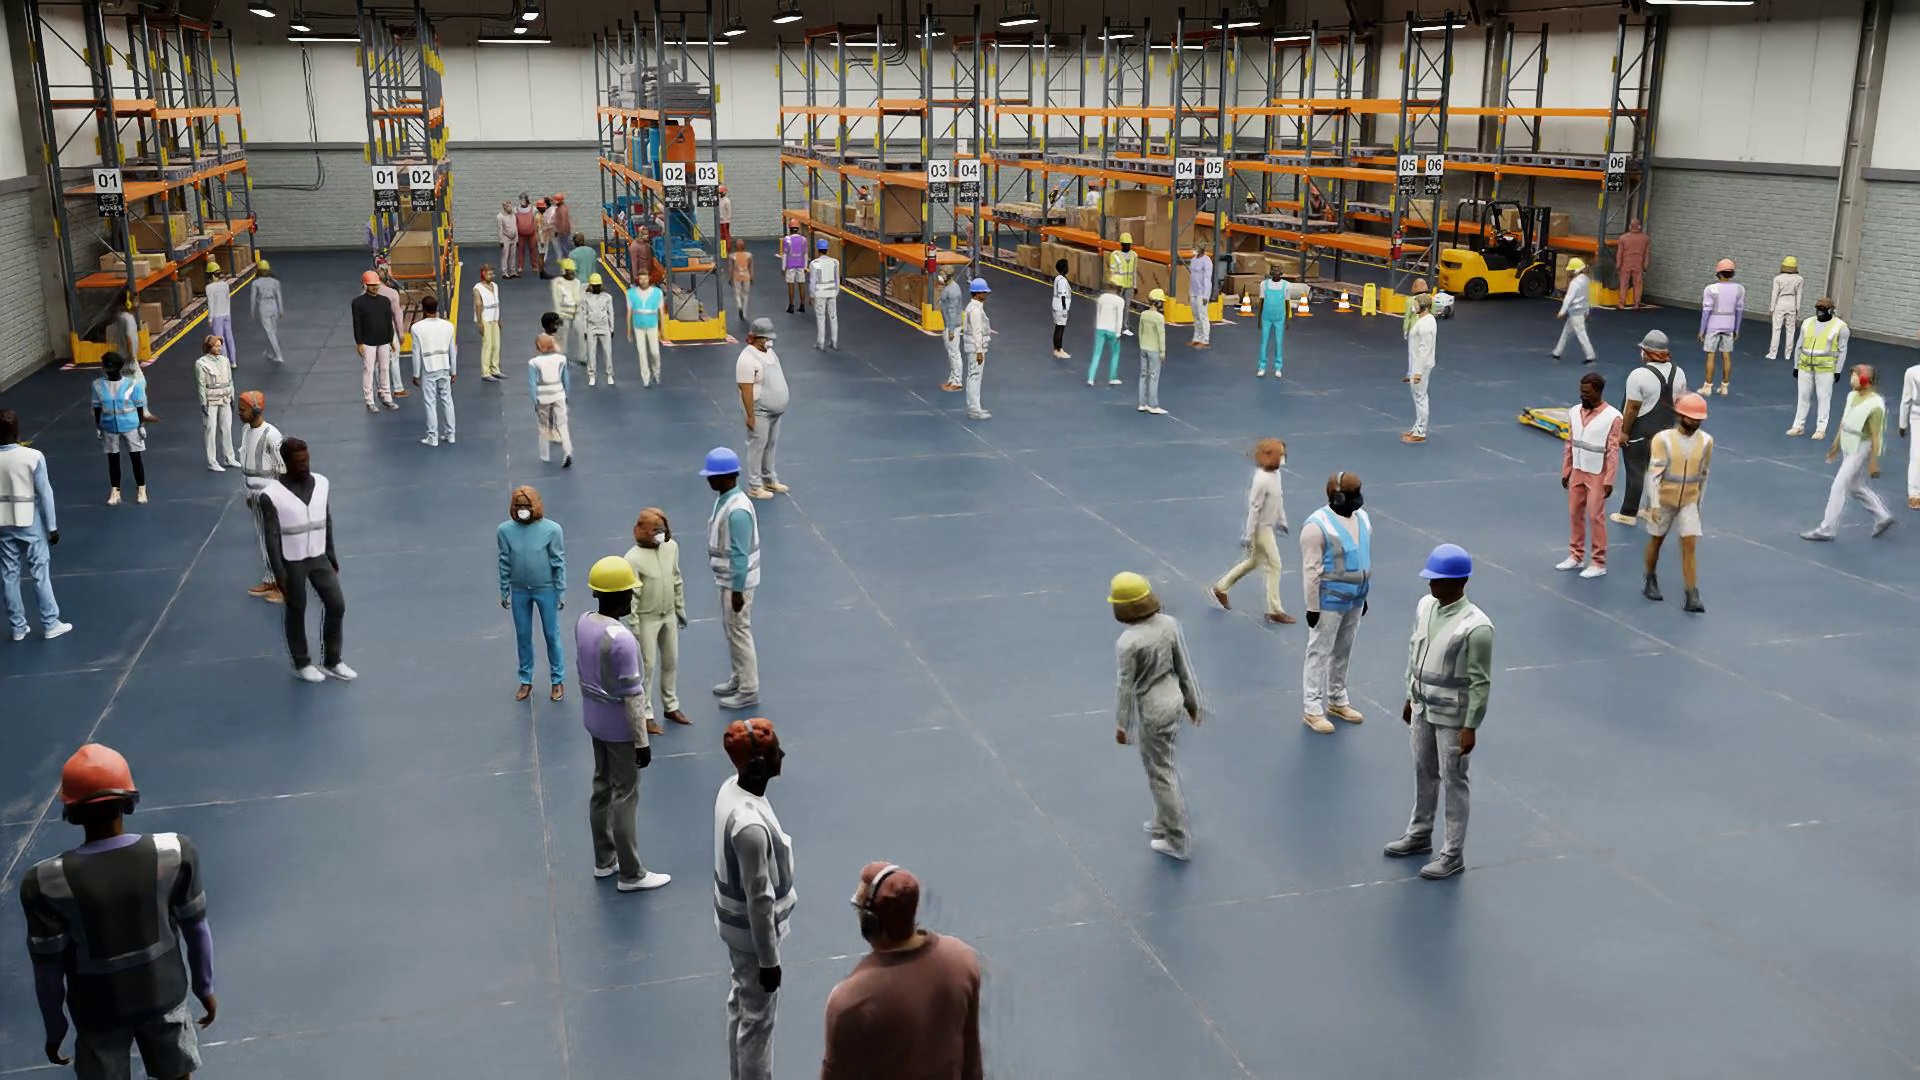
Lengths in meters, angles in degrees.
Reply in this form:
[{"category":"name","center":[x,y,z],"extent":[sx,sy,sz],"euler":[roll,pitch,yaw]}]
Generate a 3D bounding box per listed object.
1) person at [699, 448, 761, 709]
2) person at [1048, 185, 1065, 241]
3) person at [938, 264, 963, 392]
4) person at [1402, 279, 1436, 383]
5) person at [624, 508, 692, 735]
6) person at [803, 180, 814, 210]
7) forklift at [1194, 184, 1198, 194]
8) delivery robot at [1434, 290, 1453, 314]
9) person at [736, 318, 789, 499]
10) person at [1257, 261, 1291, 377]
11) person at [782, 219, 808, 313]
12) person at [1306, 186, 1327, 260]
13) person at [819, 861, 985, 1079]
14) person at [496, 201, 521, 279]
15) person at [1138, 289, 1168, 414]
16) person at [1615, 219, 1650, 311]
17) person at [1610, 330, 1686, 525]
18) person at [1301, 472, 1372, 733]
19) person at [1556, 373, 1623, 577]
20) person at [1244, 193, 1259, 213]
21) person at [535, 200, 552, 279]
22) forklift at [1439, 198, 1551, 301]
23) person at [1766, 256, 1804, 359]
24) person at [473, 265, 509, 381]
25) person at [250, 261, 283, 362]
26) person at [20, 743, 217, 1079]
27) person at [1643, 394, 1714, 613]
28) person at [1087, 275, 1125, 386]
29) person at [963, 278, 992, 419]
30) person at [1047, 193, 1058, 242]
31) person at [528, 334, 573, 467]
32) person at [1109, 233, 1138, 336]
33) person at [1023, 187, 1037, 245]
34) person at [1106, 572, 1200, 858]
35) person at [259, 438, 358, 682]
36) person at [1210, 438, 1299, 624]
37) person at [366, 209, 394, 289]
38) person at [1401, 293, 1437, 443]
[{"category":"person","center":[-1.662,0.271,12.123],"extent":[0.419,1.937,0.616],"euler":[-5,16,-17]},{"category":"person","center":[2.955,-10.069,51.381],"extent":[0.564,1.748,0.339],"euler":[-4,15,-15]},{"category":"person","center":[-0.141,-3.232,25.323],"extent":[0.379,1.931,0.625],"euler":[-2,15,-7]},{"category":"person","center":[7.182,-3.270,26.042],"extent":[0.500,1.629,0.289],"euler":[-2,15,-9]},{"category":"person","center":[-2.128,0.558,11.640],"extent":[0.288,1.622,0.508],"euler":[11,18,35]},{"category":"person","center":[-4.642,-10.247,51.828],"extent":[0.554,1.888,0.754],"euler":[12,19,37]},{"category":"forklift","center":[7.392,-11.333,53.972],"extent":[1.873,2.768,1.129],"euler":[-4,15,-15]},{"category":"delivery robot","center":[9.789,-4.849,33.853],"extent":[0.477,0.478,0.707],"euler":[9,17,30]},{"category":"person","center":[-2.172,-1.483,18.516],"extent":[0.535,2.000,0.686],"euler":[5,16,19]},{"category":"person","center":[5.005,-3.517,26.545],"extent":[0.506,1.847,0.343],"euler":[3,15,13]},{"category":"person","center":[-3.430,-5.686,34.547],"extent":[0.543,1.929,0.384],"euler":[-7,16,-24]},{"category":"person","center":[9.840,-8.818,46.211],"extent":[0.620,2.006,1.035],"euler":[-2,15,-7]},{"category":"person","center":[-0.154,2.020,5.707],"extent":[0.965,1.868,0.654],"euler":[13,20,41]},{"category":"person","center":[-11.150,-7.417,41.124],"extent":[0.398,1.899,0.648],"euler":[7,17,25]},{"category":"person","center":[2.733,-2.665,23.512],"extent":[0.336,1.759,0.523],"euler":[-8,17,-29]},{"category":"person","center":[14.070,-5.753,34.850],"extent":[0.643,1.905,0.399],"euler":[3,15,11]},{"category":"person","center":[7.148,-1.181,17.382],"extent":[0.685,2.000,0.538],"euler":[-6,16,-21]},{"category":"person","center":[2.663,0.427,11.713],"extent":[0.635,1.843,0.429],"euler":[-12,19,-38]},{"category":"person","center":[5.884,-0.618,15.536],"extent":[0.401,1.903,0.598],"euler":[-7,17,-26]},{"category":"person","center":[8.314,-9.072,47.645],"extent":[0.494,1.743,0.308],"euler":[13,20,41]},{"category":"person","center":[-10.289,-7.414,41.033],"extent":[0.358,1.938,0.542],"euler":[-2,15,-9]},{"category":"forklift","center":[11.913,-6.508,37.130],"extent":[2.313,2.155,1.214],"euler":[-4,15,-15]},{"category":"person","center":[14.097,-3.966,28.427],"extent":[0.492,1.745,0.291],"euler":[2,15,7]},{"category":"person","center":[-7.440,-3.416,26.201],"extent":[0.393,1.830,0.573],"euler":[4,15,16]},{"category":"person","center":[-11.773,-3.888,28.254],"extent":[0.931,1.691,0.501],"euler":[14,20,42]},{"category":"person","center":[-3.179,1.748,6.355],"extent":[0.614,2.040,0.378],"euler":[-10,18,-34]},{"category":"person","center":[6.239,-0.315,14.399],"extent":[0.557,1.890,0.966],"euler":[1,15,4]},{"category":"person","center":[2.259,-3.228,25.724],"extent":[0.530,1.712,0.694],"euler":[13,19,39]},{"category":"person","center":[0.239,-2.658,23.116],"extent":[0.391,1.948,0.605],"euler":[-1,15,-5]},{"category":"person","center":[2.513,-8.579,45.571],"extent":[0.332,1.858,0.514],"euler":[7,17,26]},{"category":"person","center":[-4.943,-1.692,20.139],"extent":[0.508,1.607,0.790],"euler":[-8,17,-28]},{"category":"person","center":[3.071,-4.779,31.134],"extent":[0.585,1.929,0.377],"euler":[-7,16,-25]},{"category":"person","center":[2.030,-9.420,48.559],"extent":[0.391,1.946,0.615],"euler":[-3,15,-10]},{"category":"person","center":[1.134,1.020,9.757],"extent":[0.597,1.685,0.512],"euler":[13,19,40]},{"category":"person","center":[-4.883,0.175,12.534],"extent":[0.659,1.900,0.621],"euler":[9,18,31]},{"category":"person","center":[2.524,-0.105,14.177],"extent":[0.763,1.601,0.502],"euler":[6,16,22]},{"category":"person","center":[-13.360,-6.724,38.435],"extent":[0.634,1.939,0.367],"euler":[3,15,11]},{"category":"person","center":[5.941,-2.219,21.480],"extent":[0.358,1.938,0.636],"euler":[4,15,16]}]
